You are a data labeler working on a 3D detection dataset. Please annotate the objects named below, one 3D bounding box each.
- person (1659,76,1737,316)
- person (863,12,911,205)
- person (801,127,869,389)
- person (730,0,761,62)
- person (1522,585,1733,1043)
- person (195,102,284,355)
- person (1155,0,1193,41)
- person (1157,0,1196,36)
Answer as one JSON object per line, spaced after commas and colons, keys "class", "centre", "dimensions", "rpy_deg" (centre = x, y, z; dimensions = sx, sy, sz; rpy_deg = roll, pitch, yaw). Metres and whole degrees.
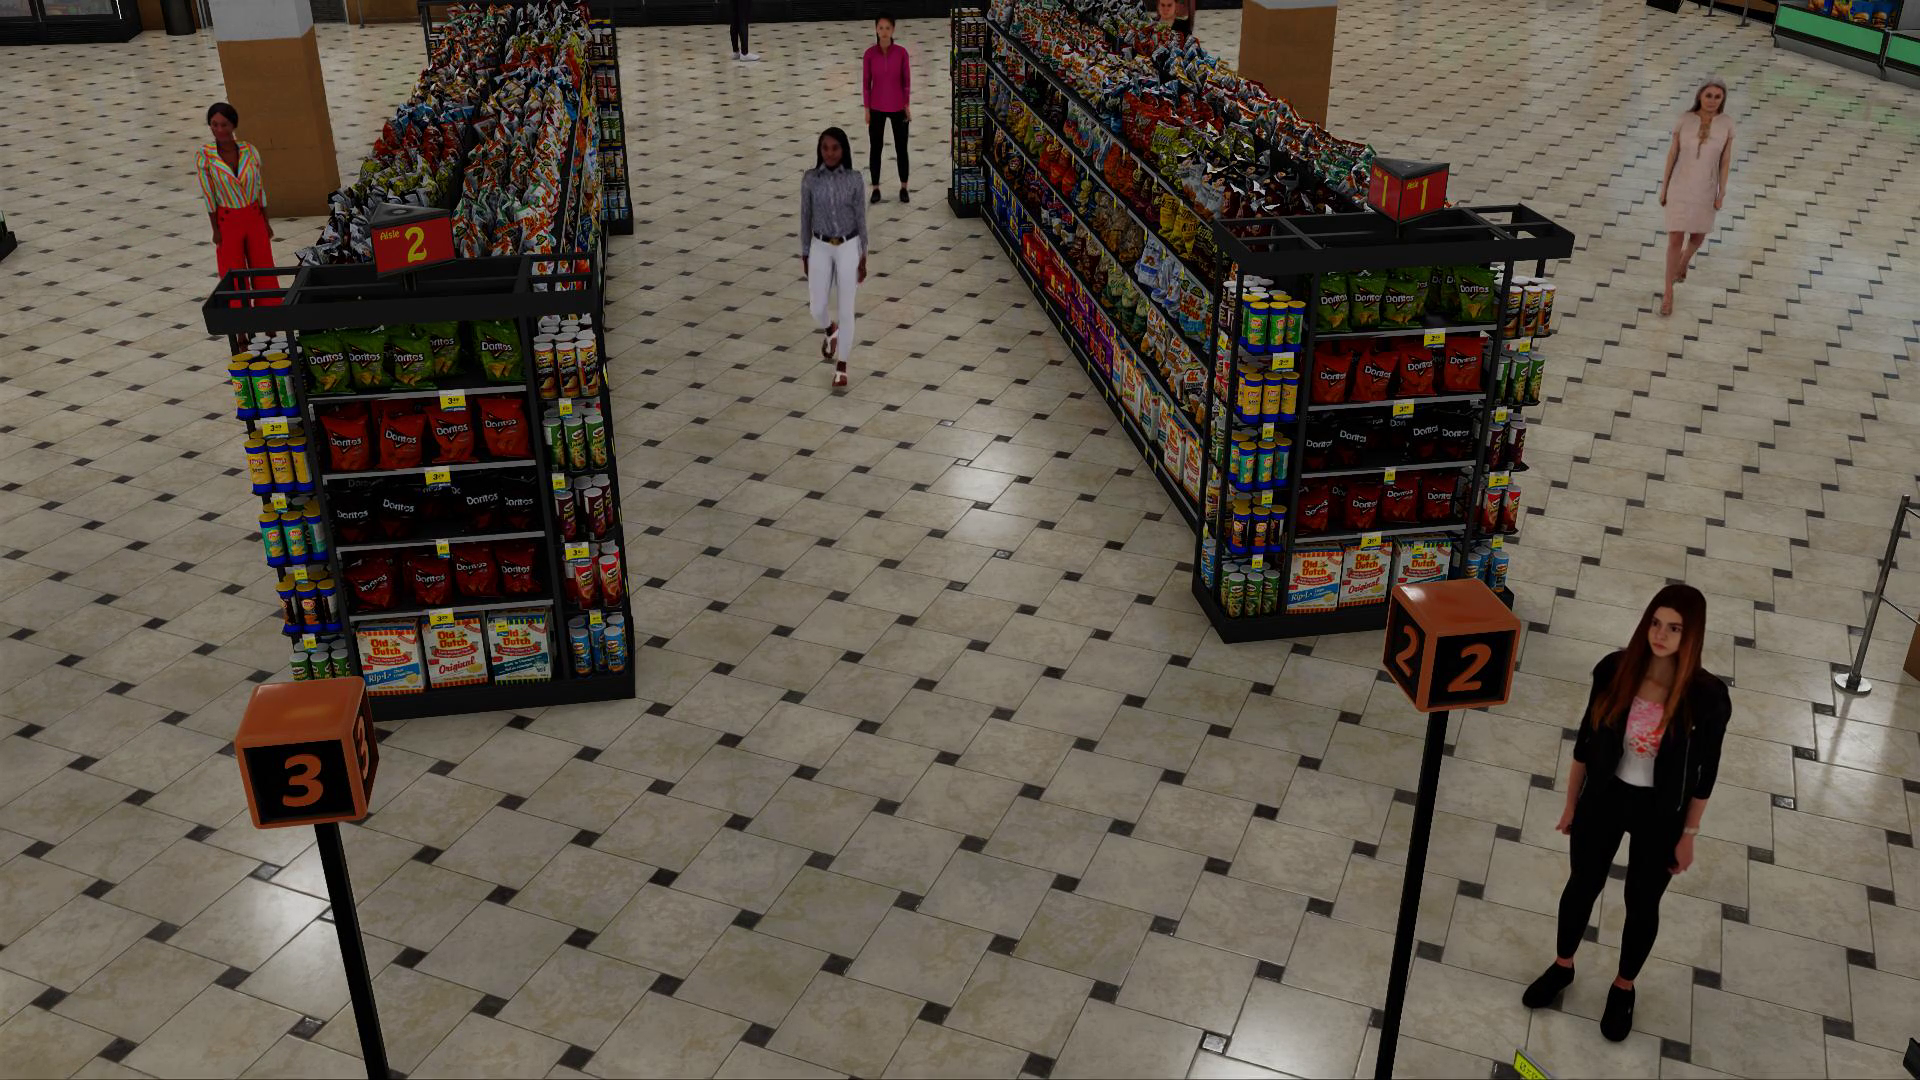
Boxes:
{"class": "person", "centre": [5.475, -2.589, 12.450], "dimensions": [0.907, 1.718, 1.077], "rpy_deg": [10, 28, 18]}
{"class": "person", "centre": [-0.657, -3.912, 15.082], "dimensions": [0.591, 1.697, 0.577], "rpy_deg": [-3, 27, -5]}
{"class": "person", "centre": [-0.815, -1.901, 11.101], "dimensions": [0.722, 1.711, 0.887], "rpy_deg": [2, 27, 3]}
{"class": "person", "centre": [-2.811, -6.963, 21.110], "dimensions": [0.751, 1.686, 0.628], "rpy_deg": [-19, 33, -33]}
{"class": "person", "centre": [2.265, 0.899, 5.579], "dimensions": [0.662, 1.712, 0.730], "rpy_deg": [19, 33, 33]}
{"class": "person", "centre": [-4.920, -2.096, 11.396], "dimensions": [0.685, 1.793, 0.689], "rpy_deg": [-20, 33, -34]}
{"class": "person", "centre": [1.878, -4.147, 15.364], "dimensions": [0.732, 1.862, 0.685], "rpy_deg": [3, 27, 6]}
{"class": "person", "centre": [2.385, -5.695, 18.549], "dimensions": [0.617, 1.742, 0.846], "rpy_deg": [-2, 27, -4]}
